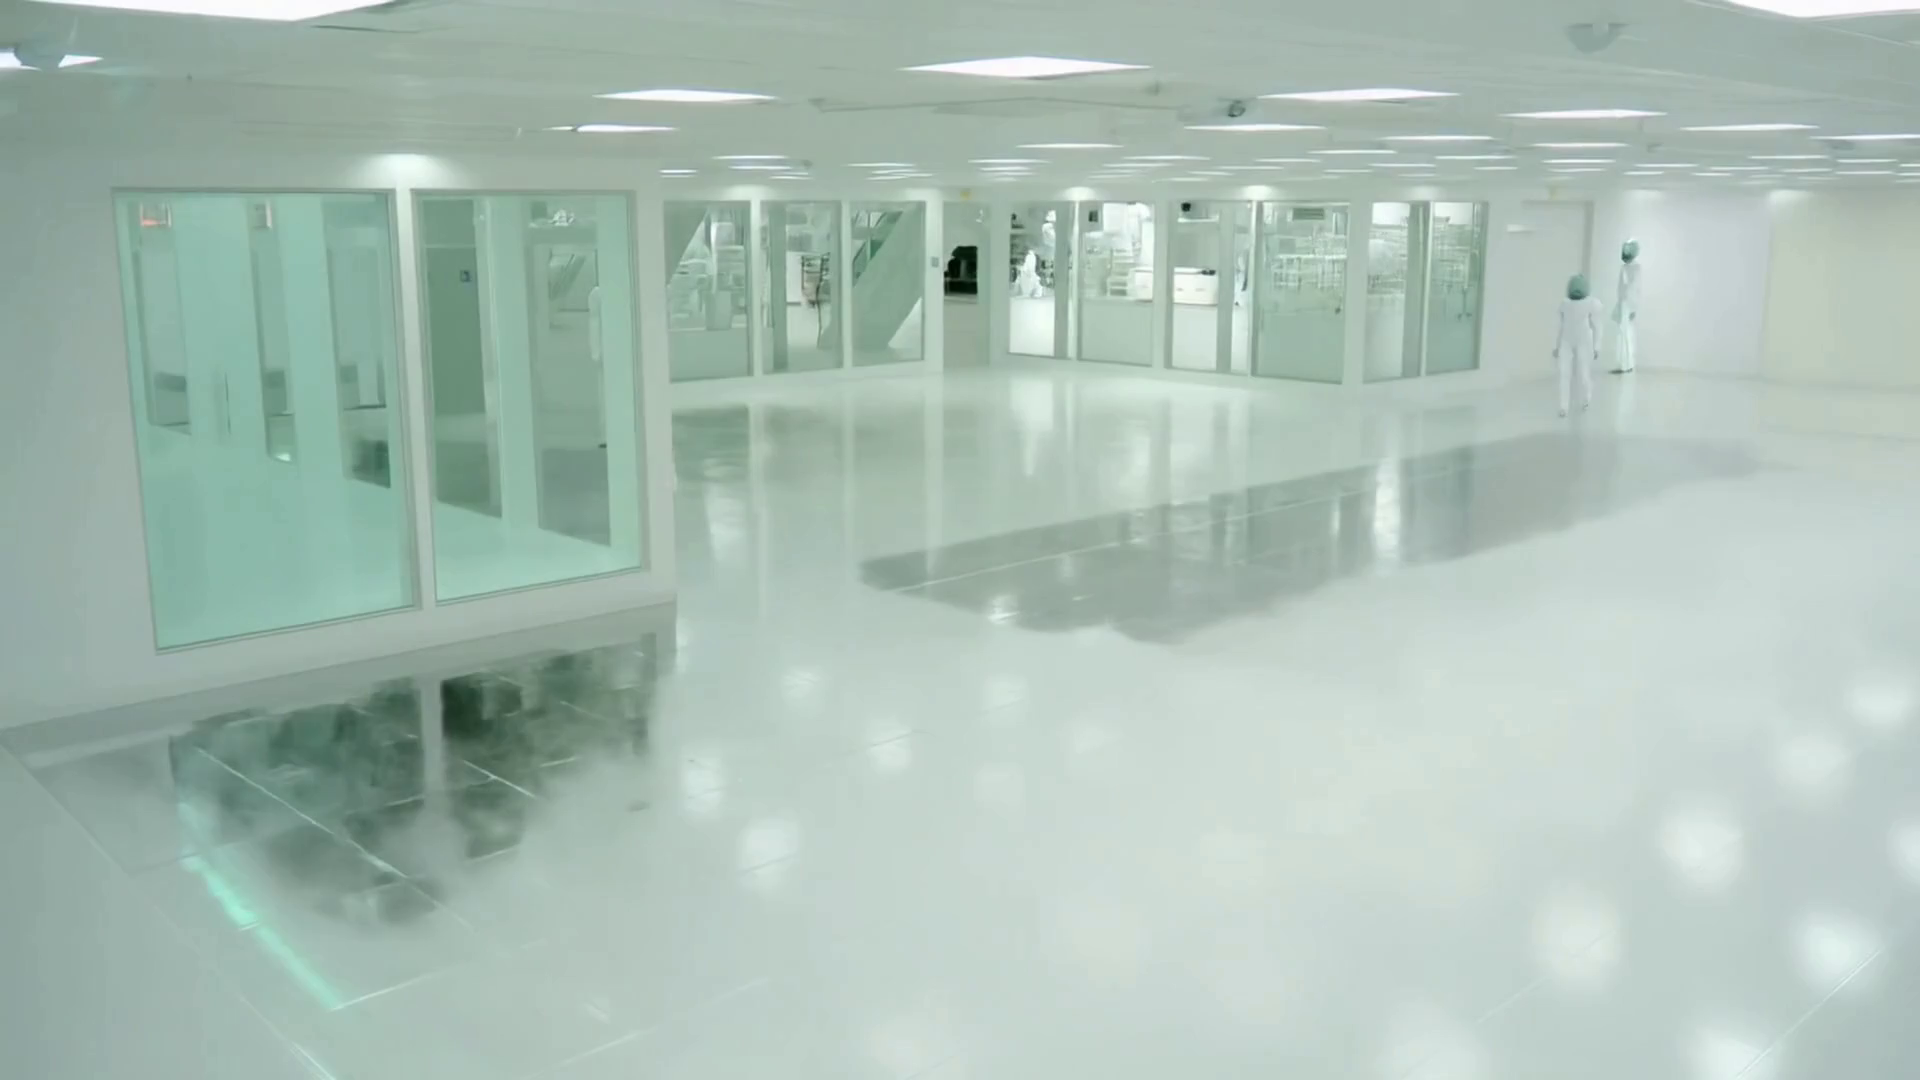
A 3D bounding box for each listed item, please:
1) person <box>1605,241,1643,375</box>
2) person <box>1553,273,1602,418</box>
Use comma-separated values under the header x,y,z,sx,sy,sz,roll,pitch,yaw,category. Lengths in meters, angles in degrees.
x,y,z,sx,sy,sz,roll,pitch,yaw,category
9.320,-3.241,23.299,0.508,1.872,0.329,-11,15,-43,person
6.931,-2.184,18.665,0.503,1.617,0.641,7,13,31,person
